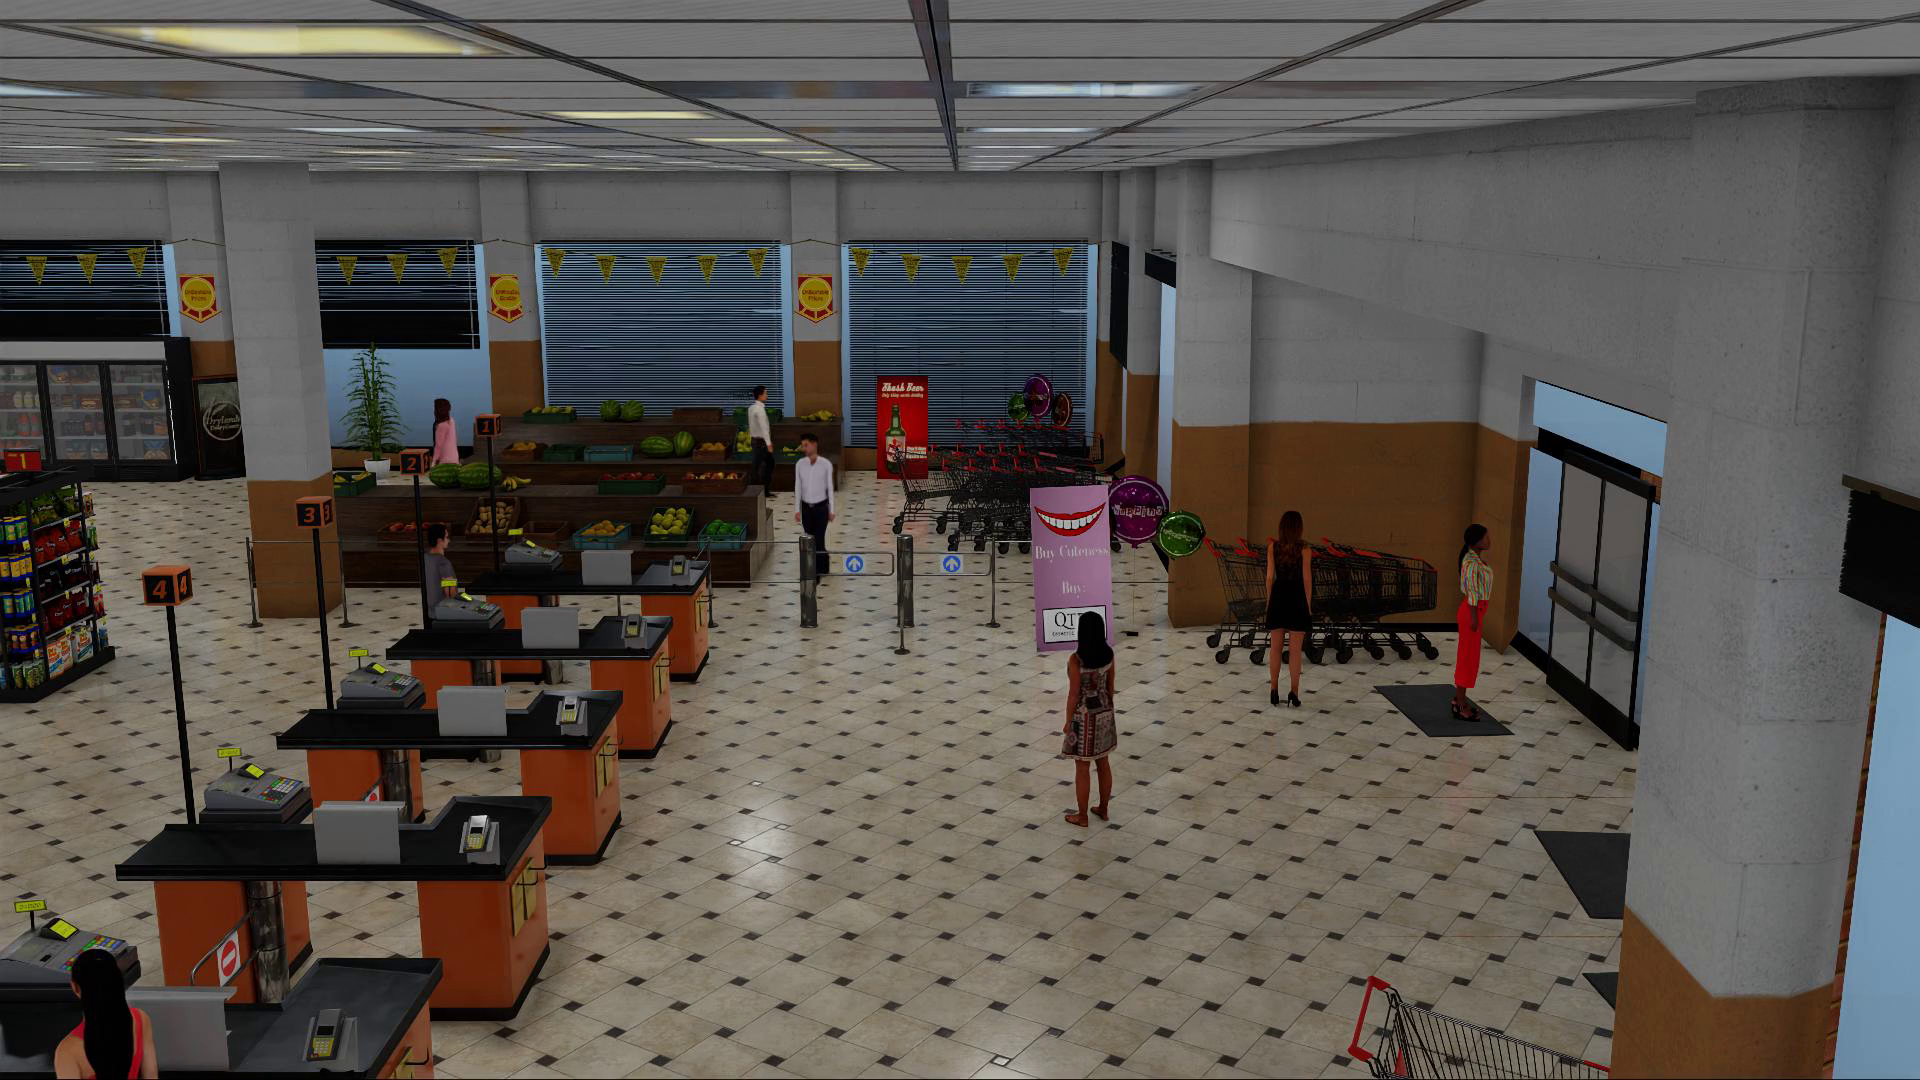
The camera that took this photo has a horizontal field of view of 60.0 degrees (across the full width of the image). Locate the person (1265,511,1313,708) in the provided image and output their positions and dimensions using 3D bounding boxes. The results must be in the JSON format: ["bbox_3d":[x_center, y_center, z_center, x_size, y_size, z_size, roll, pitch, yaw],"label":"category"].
[{"bbox_3d":[3.014,0.634,15.313,0.598,1.834,0.720,5,13,24],"label":"person"}]

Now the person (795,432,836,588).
[{"bbox_3d":[-1.733,-0.395,20.182,1.214,1.840,0.907,3,12,14],"label":"person"}]

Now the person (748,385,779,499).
[{"bbox_3d":[-3.135,-1.441,25.265,0.800,1.794,0.764,-3,12,-15],"label":"person"}]

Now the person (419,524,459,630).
[{"bbox_3d":[-4.719,0.712,15.134,0.686,1.754,0.768,9,15,38],"label":"person"}]

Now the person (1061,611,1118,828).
[{"bbox_3d":[0.980,1.329,12.471,0.675,1.645,0.784,-8,14,-34],"label":"person"}]

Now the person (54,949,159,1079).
[{"bbox_3d":[-3.448,2.482,6.800,0.729,1.725,0.712,7,14,29],"label":"person"}]

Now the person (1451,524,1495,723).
[{"bbox_3d":[4.590,0.732,14.944,0.619,1.793,0.649,3,12,16],"label":"person"}]

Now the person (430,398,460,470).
[{"bbox_3d":[-7.219,-1.113,23.776,1.040,1.764,0.669,-1,12,-5],"label":"person"}]
